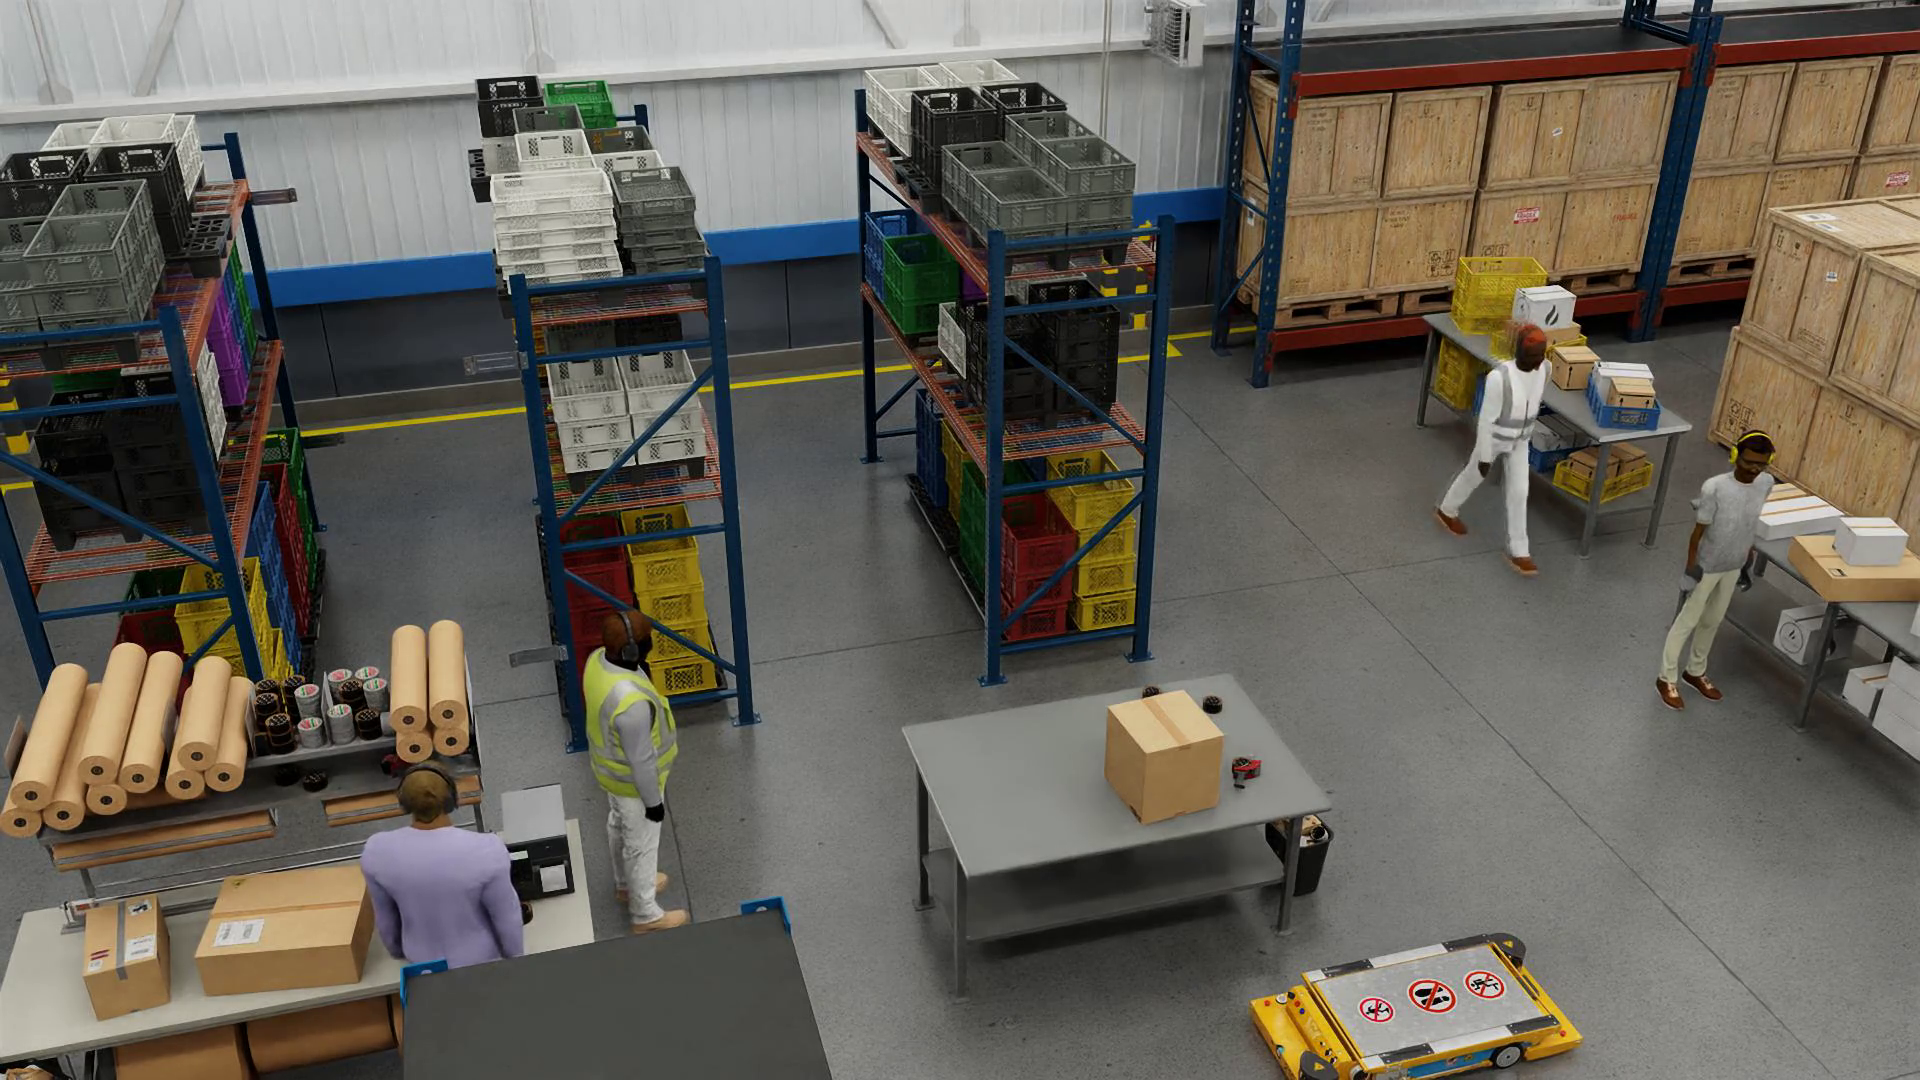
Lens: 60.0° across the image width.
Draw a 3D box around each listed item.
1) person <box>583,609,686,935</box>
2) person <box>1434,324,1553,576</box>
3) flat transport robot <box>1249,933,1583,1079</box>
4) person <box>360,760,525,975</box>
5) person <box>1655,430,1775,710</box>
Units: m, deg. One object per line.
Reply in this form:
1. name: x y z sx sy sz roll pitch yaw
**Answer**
1. person: -1.635 1.166 8.407 0.431 1.838 0.626 -14 32 -23
2. person: 3.862 -0.717 11.842 0.607 1.824 1.053 -11 31 -19
3. flat transport robot: 2.184 2.282 7.980 1.431 0.197 0.652 -8 30 -14
4. person: -2.181 1.784 7.183 0.630 1.931 0.372 1 29 2
5. person: 4.657 0.175 10.176 0.514 1.863 0.327 -9 30 -15
